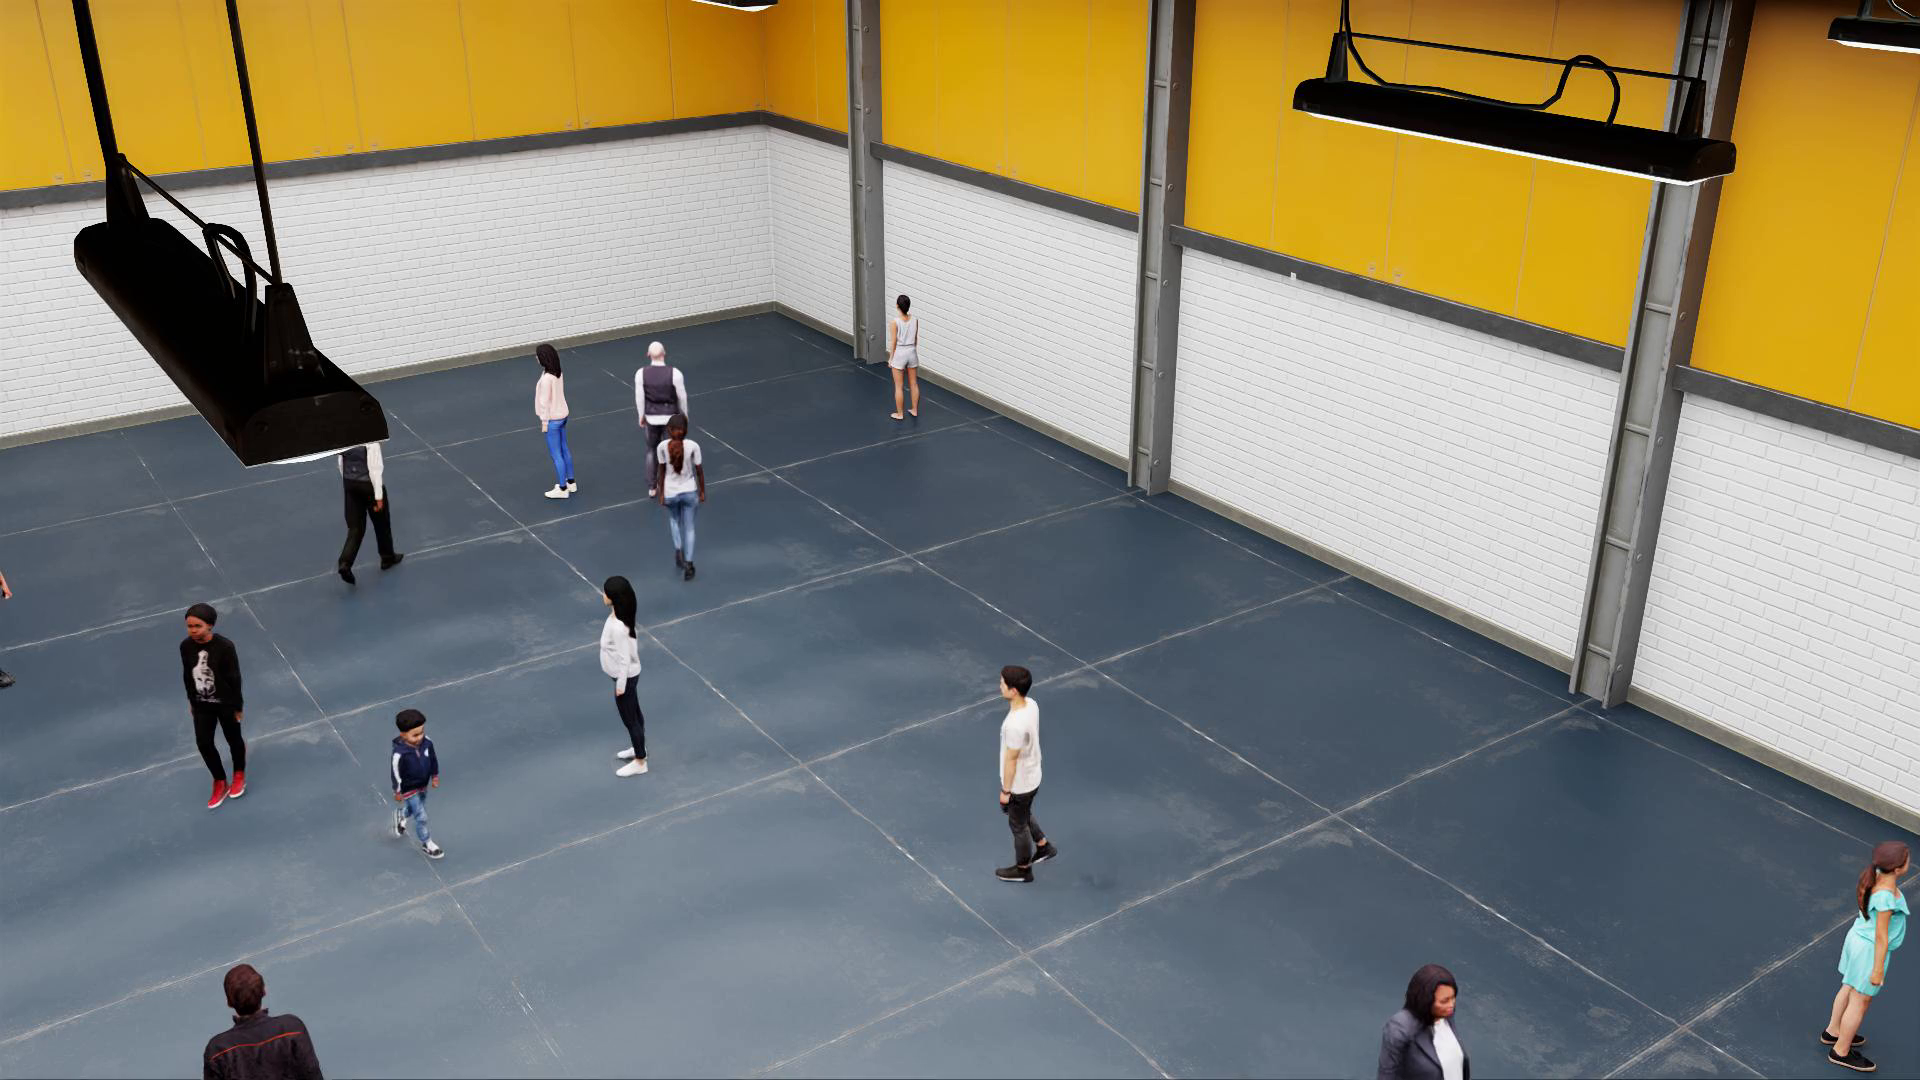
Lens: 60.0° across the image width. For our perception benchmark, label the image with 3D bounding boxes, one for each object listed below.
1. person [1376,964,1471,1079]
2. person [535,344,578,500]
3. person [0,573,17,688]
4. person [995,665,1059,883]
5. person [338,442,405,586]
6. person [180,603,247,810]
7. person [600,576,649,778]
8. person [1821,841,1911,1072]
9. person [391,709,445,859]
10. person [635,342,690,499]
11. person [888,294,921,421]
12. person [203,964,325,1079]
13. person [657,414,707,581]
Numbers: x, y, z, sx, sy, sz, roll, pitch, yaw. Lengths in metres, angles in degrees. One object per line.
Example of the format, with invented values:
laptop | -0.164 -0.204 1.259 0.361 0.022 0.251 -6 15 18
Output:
person | 2.417 2.944 9.011 0.717 1.588 0.718 -22 32 -40
person | -4.518 -1.337 18.584 0.774 1.766 0.713 4 24 9
person | -8.730 0.431 14.535 0.973 1.769 0.882 8 25 17
person | 0.505 1.674 11.765 0.853 1.711 0.794 4 24 9
person | -5.969 -0.479 16.460 1.197 1.894 1.216 6 24 13
person | -5.724 1.216 12.875 0.773 1.660 0.829 -1 24 -2
person | -2.648 1.062 13.177 0.757 1.700 0.631 -4 24 -8
person | 5.521 2.486 10.097 0.698 1.557 0.646 6 24 13
person | -4.053 1.762 12.211 0.855 1.191 0.674 16 28 33
person | -3.293 -1.304 18.445 0.837 1.815 0.868 0 24 0
person | -0.705 -2.322 21.035 0.562 1.607 0.528 -15 28 -31
person | -3.451 3.035 8.404 0.695 1.909 0.751 -15 28 -31
person | -2.779 -0.409 16.534 0.739 1.707 0.792 -1 24 -1
